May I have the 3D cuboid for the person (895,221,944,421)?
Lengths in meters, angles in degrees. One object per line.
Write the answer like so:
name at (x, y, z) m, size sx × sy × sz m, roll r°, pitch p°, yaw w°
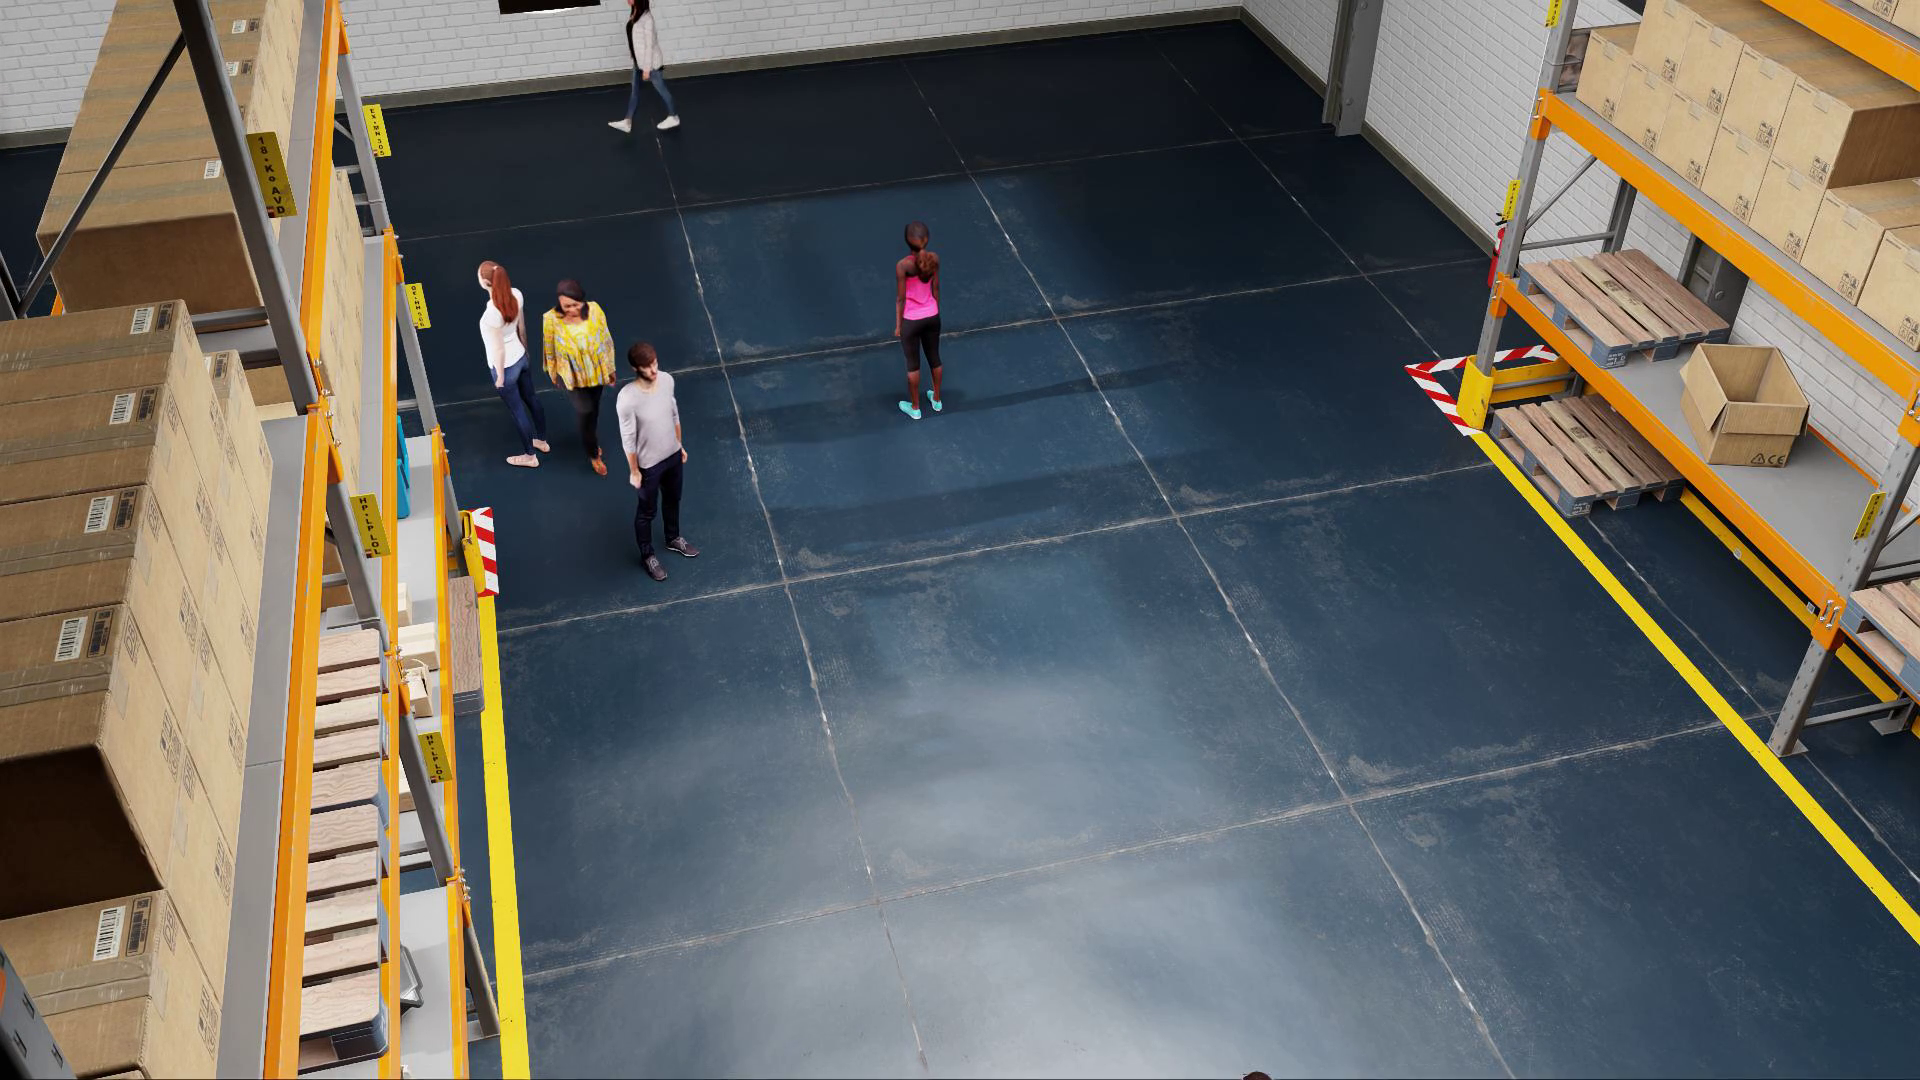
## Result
person at (-0.320, -1.745, 13.187) m, size 0.609 × 1.722 × 0.612 m, roll -19°, pitch 42°, yaw -22°

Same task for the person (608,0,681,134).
person at (-3.200, -5.041, 17.410) m, size 0.912 × 1.603 × 1.034 m, roll -23°, pitch 44°, yaw -26°

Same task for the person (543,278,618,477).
person at (-2.916, -1.323, 12.733) m, size 0.848 × 1.630 × 0.921 m, roll -24°, pitch 44°, yaw -27°

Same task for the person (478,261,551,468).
person at (-3.407, -1.337, 12.665) m, size 0.721 × 1.738 × 0.631 m, roll 12°, pitch 40°, yaw 15°

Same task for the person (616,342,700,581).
person at (-2.138, -0.590, 11.645) m, size 0.747 × 1.842 × 0.730 m, roll 27°, pitch 46°, yaw 30°
